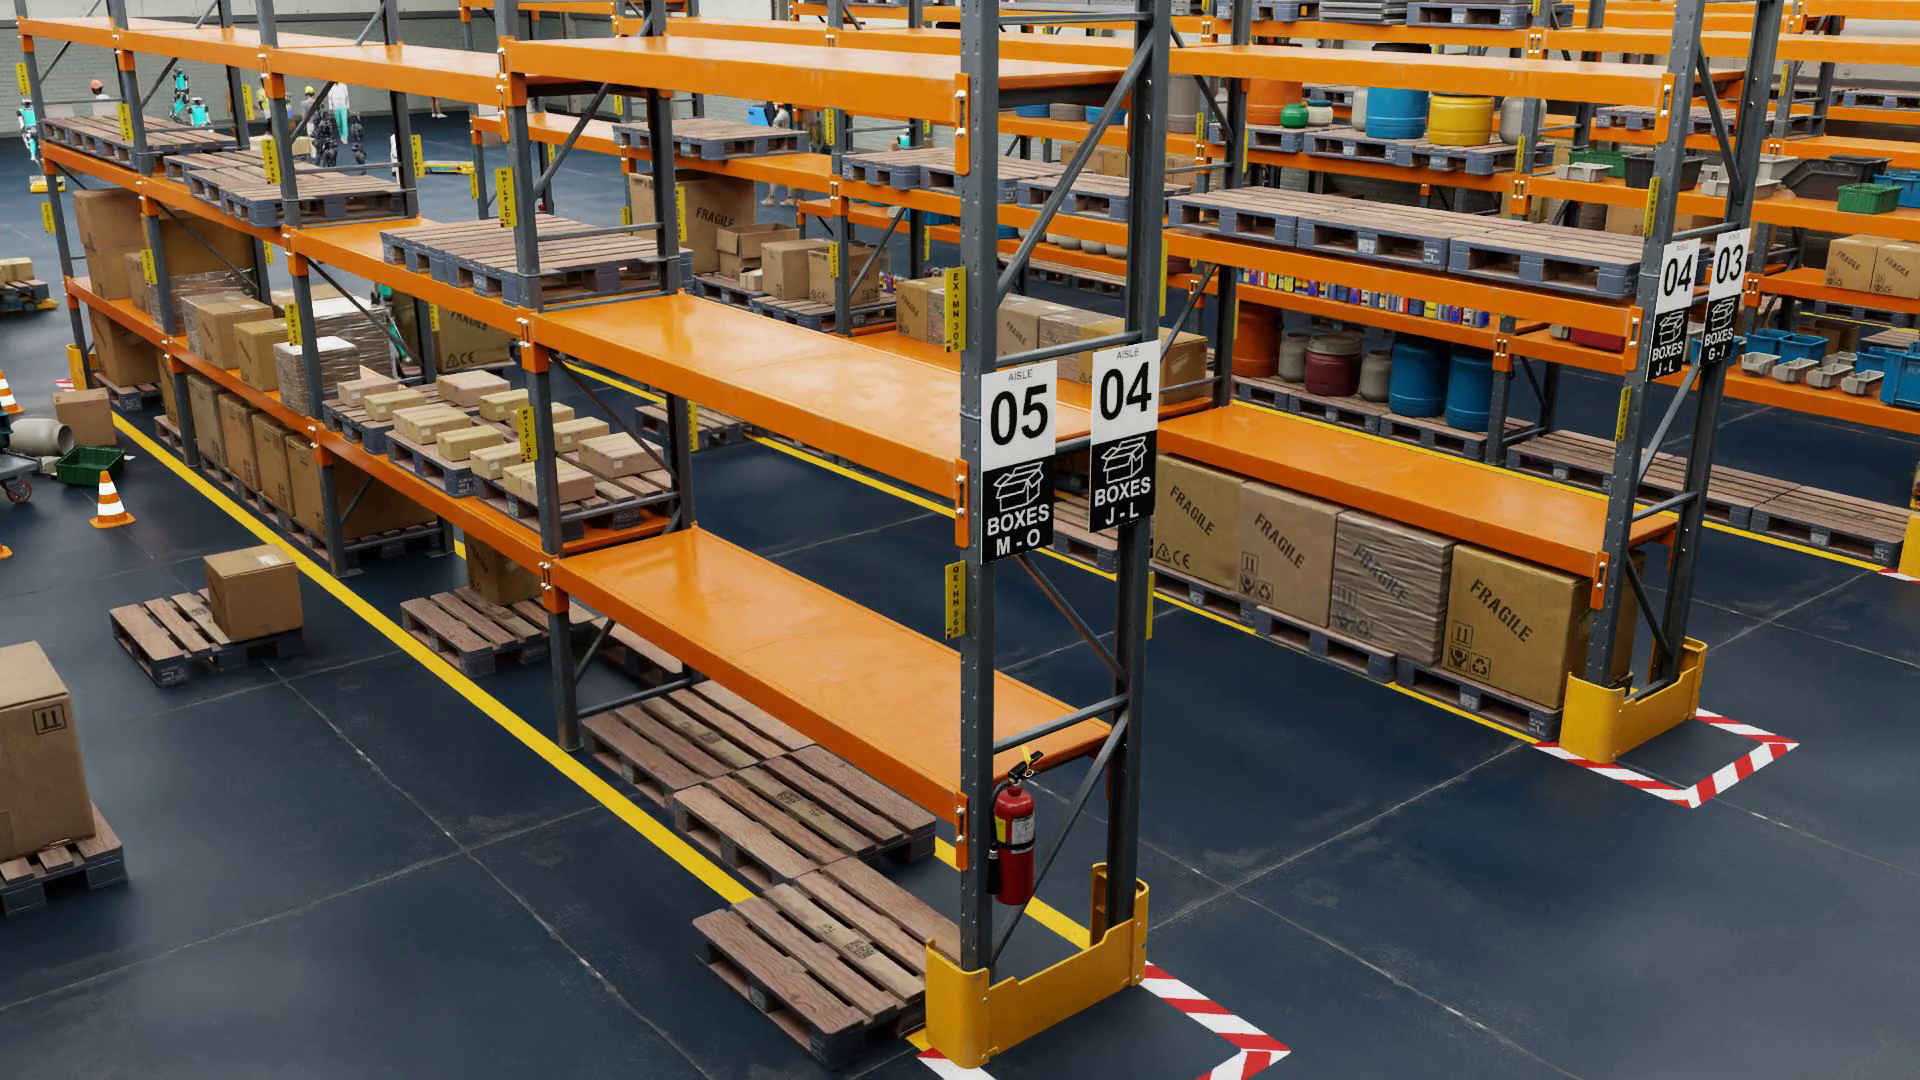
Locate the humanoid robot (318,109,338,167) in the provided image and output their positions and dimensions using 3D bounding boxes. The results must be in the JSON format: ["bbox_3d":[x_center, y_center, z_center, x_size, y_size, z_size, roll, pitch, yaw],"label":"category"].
[{"bbox_3d":[-13.587,-8.429,35.779,0.599,1.657,0.315,18,26,42],"label":"humanoid robot"}]

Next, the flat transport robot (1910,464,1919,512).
[{"bbox_3d":[9.132,-0.463,15.255,0.659,0.231,1.431,11,22,29],"label":"flat transport robot"}]

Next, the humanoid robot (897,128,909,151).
[{"bbox_3d":[-0.848,-6.937,31.461,0.927,1.766,0.548,-17,26,-40],"label":"humanoid robot"}]

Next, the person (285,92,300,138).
[{"bbox_3d":[-15.447,-9.325,38.120,0.537,1.837,1.043,15,25,37],"label":"person"}]

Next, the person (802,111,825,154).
[{"bbox_3d":[-3.265,-8.788,36.755,0.539,1.717,0.877,-2,20,-7],"label":"person"}]

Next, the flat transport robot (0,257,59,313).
[{"bbox_3d":[-13.515,-3.299,23.326,0.659,0.231,1.431,18,26,41],"label":"flat transport robot"}]

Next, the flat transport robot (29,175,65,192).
[{"bbox_3d":[-19.628,-7.672,35.770,0.659,0.231,1.431,-10,22,-26],"label":"flat transport robot"}]

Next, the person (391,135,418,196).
[{"bbox_3d":[-10.501,-6.997,31.421,0.572,1.881,0.357,8,21,22],"label":"person"}]

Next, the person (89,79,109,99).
[{"bbox_3d":[-20.195,-9.892,39.465,0.773,2.021,0.614,-1,19,-4],"label":"person"}]

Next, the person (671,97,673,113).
[{"bbox_3d":[-7.446,-10.659,41.727,0.502,1.963,0.699,-6,20,-17],"label":"person"}]

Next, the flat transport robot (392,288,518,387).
[{"bbox_3d":[-5.710,-1.747,18.908,0.659,0.231,1.431,-8,21,-23],"label":"flat transport robot"}]

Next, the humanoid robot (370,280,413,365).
[{"bbox_3d":[-6.185,-2.396,18.588,0.545,1.839,0.744,-17,25,-39],"label":"humanoid robot"}]

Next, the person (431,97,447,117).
[{"bbox_3d":[-16.271,-14.052,51.506,0.497,1.876,0.401,13,23,33],"label":"person"}]

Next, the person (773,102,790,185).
[{"bbox_3d":[-3.881,-8.718,36.315,0.380,1.890,0.563,4,20,11],"label":"person"}]

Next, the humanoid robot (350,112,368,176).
[{"bbox_3d":[-12.782,-8.221,35.207,0.511,1.643,0.598,-7,21,-19],"label":"humanoid robot"}]

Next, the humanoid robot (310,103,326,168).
[{"bbox_3d":[-14.586,-9.107,37.761,0.534,1.640,0.614,-2,19,-5],"label":"humanoid robot"}]

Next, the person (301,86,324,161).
[{"bbox_3d":[-15.797,-10.174,40.634,0.524,1.768,0.310,-16,25,-39],"label":"person"}]

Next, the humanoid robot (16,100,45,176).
[{"bbox_3d":[-20.510,-8.821,36.866,0.568,1.777,0.815,-9,21,-23],"label":"humanoid robot"}]

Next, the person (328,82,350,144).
[{"bbox_3d":[-16.561,-11.554,44.399,0.501,1.886,0.893,-5,20,-14],"label":"person"}]

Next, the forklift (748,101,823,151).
[{"bbox_3d":[-4.526,-11.368,42.374,1.129,2.768,1.873,-15,24,-37],"label":"forklift"}]

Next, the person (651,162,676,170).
[{"bbox_3d":[-5.030,-5.998,28.472,0.383,1.957,0.601,8,21,22],"label":"person"}]

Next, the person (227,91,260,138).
[{"bbox_3d":[-19.023,-11.384,44.014,0.920,1.793,0.770,4,20,10],"label":"person"}]

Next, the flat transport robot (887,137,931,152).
[{"bbox_3d":[-1.137,-7.997,36.694,0.659,0.231,1.431,-8,21,-21],"label":"flat transport robot"}]

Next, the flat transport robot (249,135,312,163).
[{"bbox_3d":[-15.732,-8.578,38.350,0.659,0.231,1.431,7,20,18],"label":"flat transport robot"}]

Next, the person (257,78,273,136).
[{"bbox_3d":[-18.647,-11.643,44.926,0.436,1.676,0.555,9,21,23],"label":"person"}]

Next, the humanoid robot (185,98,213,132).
[{"bbox_3d":[-16.918,-9.001,37.437,0.739,1.837,0.548,11,22,29],"label":"humanoid robot"}]

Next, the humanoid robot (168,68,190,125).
[{"bbox_3d":[-22.090,-12.428,46.890,0.533,1.677,0.735,10,22,26],"label":"humanoid robot"}]

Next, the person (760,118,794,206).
[{"bbox_3d":[-3.691,-7.534,33.181,0.773,1.710,0.517,3,20,7],"label":"person"}]

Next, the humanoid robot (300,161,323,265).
[{"bbox_3d":[-10.443,-5.303,26.919,0.585,1.645,0.476,9,21,24],"label":"humanoid robot"}]

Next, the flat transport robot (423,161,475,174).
[{"bbox_3d":[-11.852,-8.603,38.419,1.431,0.231,0.659,3,20,9],"label":"flat transport robot"}]
